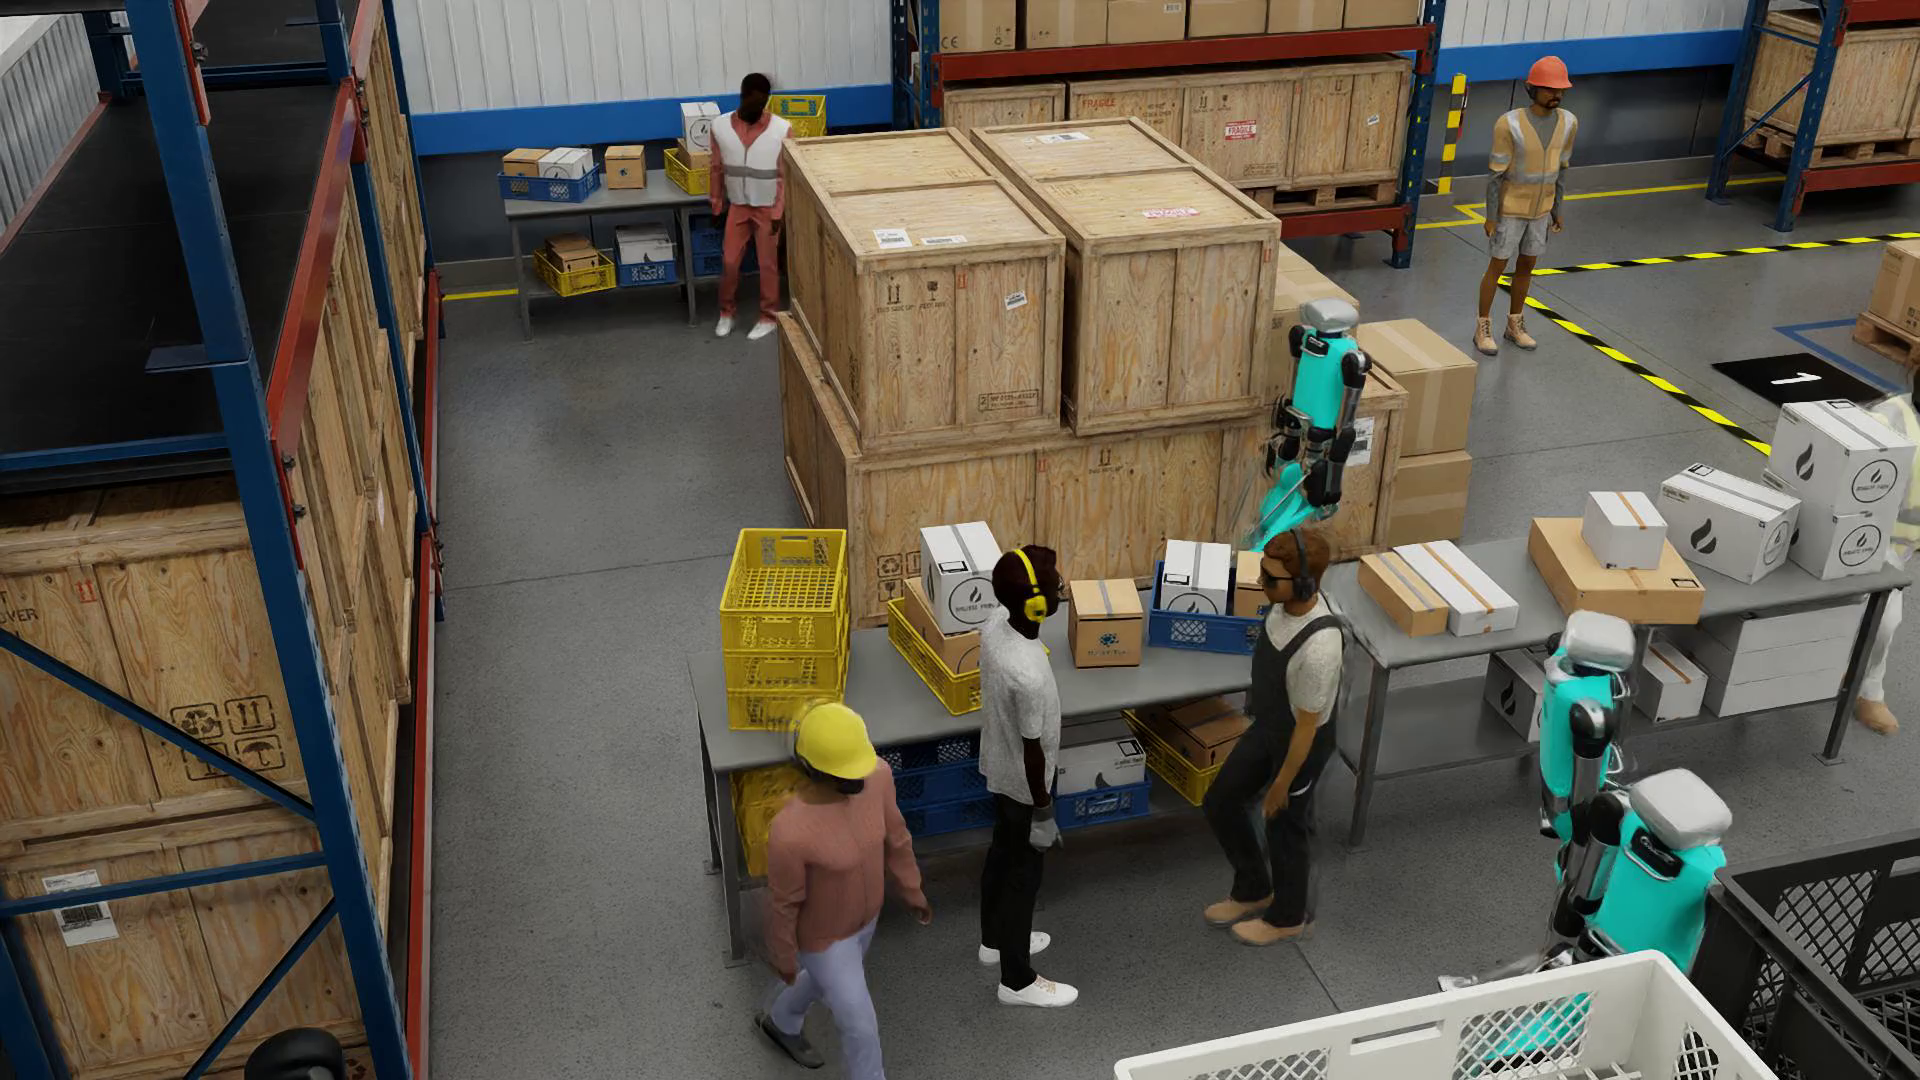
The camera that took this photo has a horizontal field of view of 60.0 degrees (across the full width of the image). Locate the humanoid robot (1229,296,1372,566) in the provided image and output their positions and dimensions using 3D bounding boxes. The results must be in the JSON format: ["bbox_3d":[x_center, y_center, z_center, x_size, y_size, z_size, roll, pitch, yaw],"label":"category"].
[{"bbox_3d":[1.533,-0.234,8.124,0.744,1.878,0.539,-13,31,-22],"label":"humanoid robot"}]

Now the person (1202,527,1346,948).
[{"bbox_3d":[1.119,0.763,6.110,0.543,1.826,0.529,-4,29,-8],"label":"person"}]

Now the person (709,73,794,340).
[{"bbox_3d":[-1.467,-2.323,11.663,0.629,1.885,0.498,5,29,8],"label":"person"}]

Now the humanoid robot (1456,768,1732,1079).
[{"bbox_3d":[1.787,1.490,4.912,0.891,1.780,0.571,-14,32,-24],"label":"humanoid robot"}]

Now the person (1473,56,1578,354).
[{"bbox_3d":[3.884,-2.280,11.414,0.606,2.048,0.366,-8,30,-14],"label":"person"}]

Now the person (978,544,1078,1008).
[{"bbox_3d":[0.237,0.848,5.914,0.329,1.876,0.509,-8,30,-14],"label":"person"}]

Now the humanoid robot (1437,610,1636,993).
[{"bbox_3d":[2.292,1.031,5.756,1.044,1.743,0.560,3,29,6],"label":"humanoid robot"}]

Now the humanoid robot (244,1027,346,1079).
[{"bbox_3d":[-1.566,1.881,4.225,0.315,1.659,0.599,-7,30,-13],"label":"humanoid robot"}]

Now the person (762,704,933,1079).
[{"bbox_3d":[-0.407,1.214,5.400,0.874,1.726,0.531,19,34,31],"label":"person"}]

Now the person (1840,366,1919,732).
[{"bbox_3d":[4.273,-0.007,7.529,0.768,1.797,0.765,-12,31,-20],"label":"person"}]
